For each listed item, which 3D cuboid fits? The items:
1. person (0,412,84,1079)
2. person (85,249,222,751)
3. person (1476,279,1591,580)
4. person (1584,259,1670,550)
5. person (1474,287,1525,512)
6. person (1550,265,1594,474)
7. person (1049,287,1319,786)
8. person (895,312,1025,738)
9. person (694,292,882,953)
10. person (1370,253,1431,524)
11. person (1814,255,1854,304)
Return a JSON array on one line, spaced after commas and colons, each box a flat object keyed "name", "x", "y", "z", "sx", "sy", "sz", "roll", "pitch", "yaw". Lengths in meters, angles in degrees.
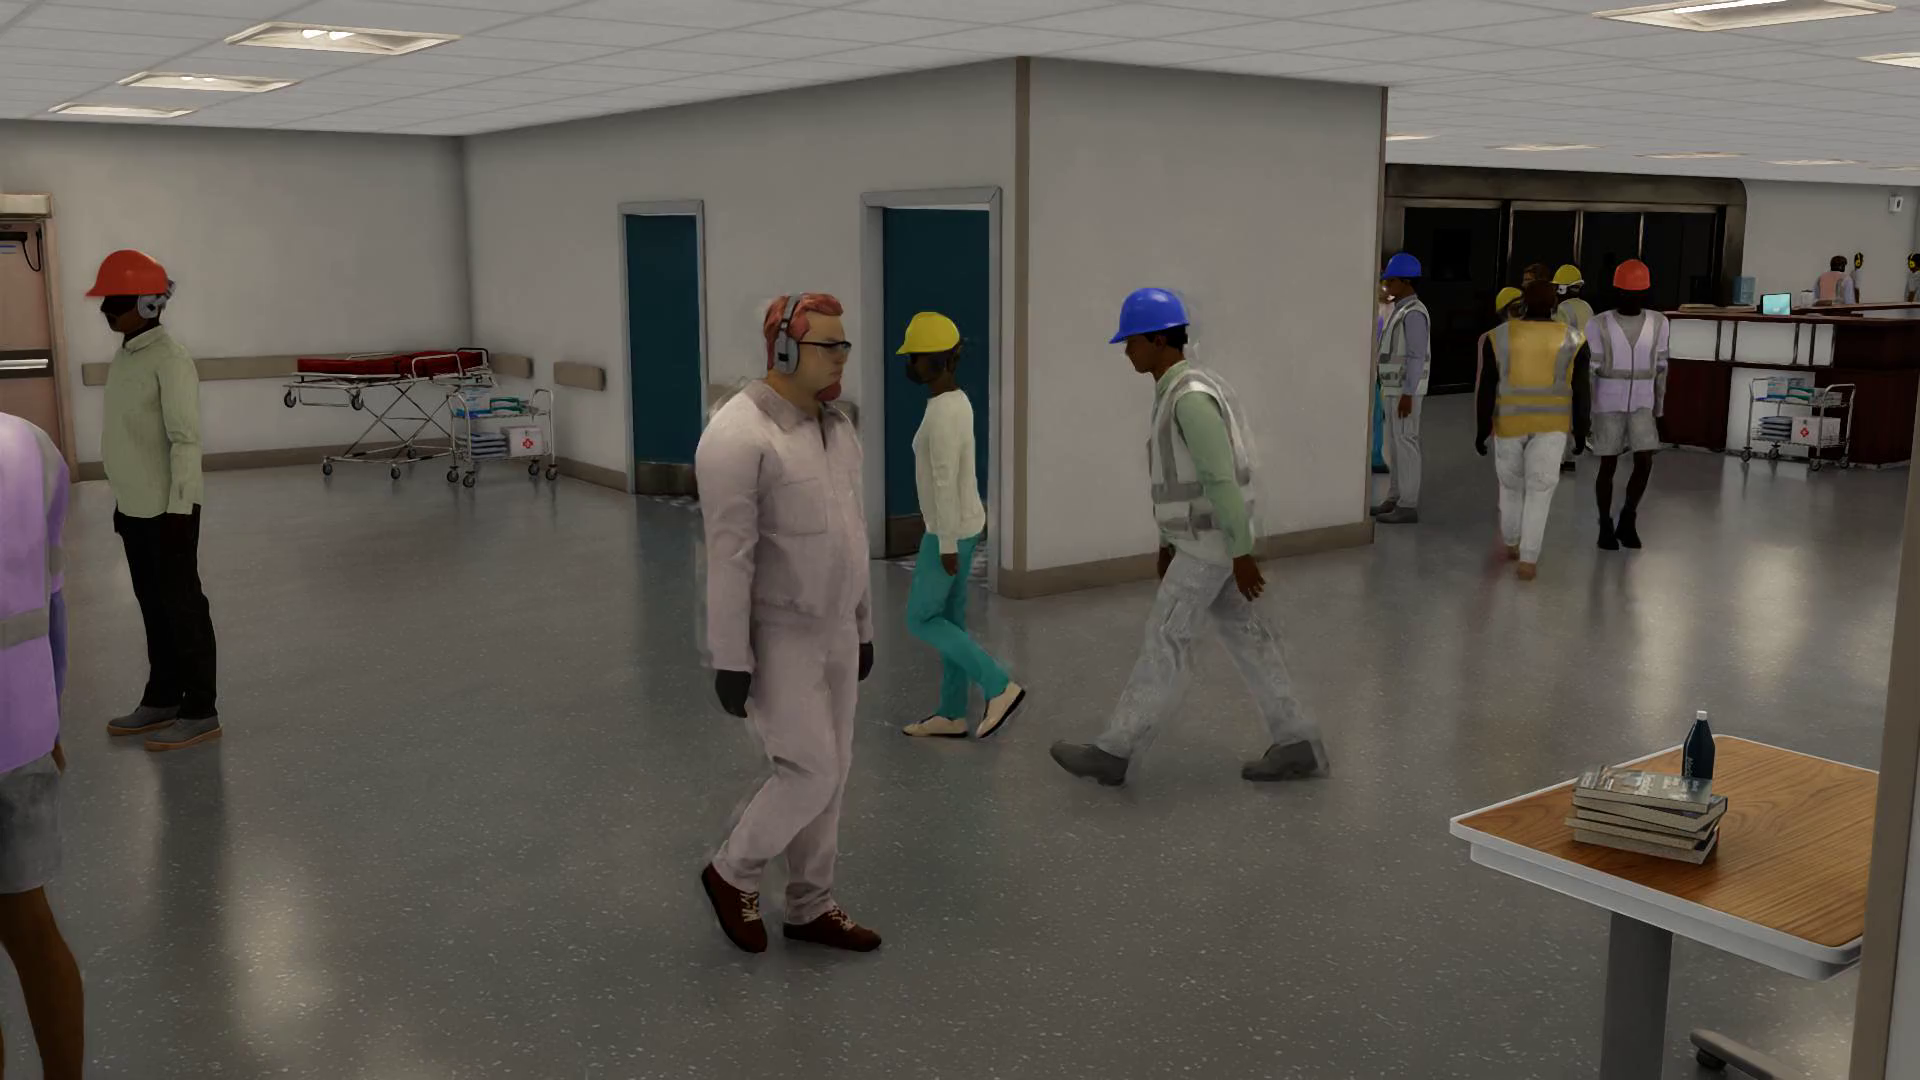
[{"name": "person", "x": -2.068, "y": 0.416, "z": 3.406, "sx": 0.410, "sy": 2.030, "sz": 0.611, "roll": 1, "pitch": 10, "yaw": 6}, {"name": "person", "x": -3.250, "y": -0.159, "z": 6.700, "sx": 0.611, "sy": 1.996, "sz": 0.375, "roll": 9, "pitch": 13, "yaw": 40}, {"name": "person", "x": 3.543, "y": -0.700, "z": 10.281, "sx": 0.654, "sy": 1.794, "sz": 0.959, "roll": 4, "pitch": 11, "yaw": 22}, {"name": "person", "x": 4.350, "y": -0.868, "z": 10.882, "sx": 0.564, "sy": 1.916, "sz": 0.519, "roll": 1, "pitch": 10, "yaw": 6}, {"name": "person", "x": 4.034, "y": -0.981, "z": 12.123, "sx": 0.544, "sy": 1.707, "sz": 0.886, "roll": 3, "pitch": 10, "yaw": 15}, {"name": "person", "x": 5.295, "y": -1.493, "z": 14.632, "sx": 0.403, "sy": 1.833, "sz": 0.586, "roll": 10, "pitch": 14, "yaw": 43}, {"name": "person", "x": 0.884, "y": 0.007, "z": 6.157, "sx": 1.038, "sy": 1.861, "sz": 0.641, "roll": 1, "pitch": 10, "yaw": 4}, {"name": "person", "x": -0.028, "y": -0.040, "z": 6.693, "sx": 0.461, "sy": 1.748, "sz": 0.536, "roll": 1, "pitch": 10, "yaw": 7}, {"name": "person", "x": -0.435, "y": 0.262, "z": 4.640, "sx": 0.430, "sy": 1.887, "sz": 0.666, "roll": 5, "pitch": 11, "yaw": 27}, {"name": "person", "x": 3.204, "y": -1.095, "z": 12.076, "sx": 0.388, "sy": 1.947, "sz": 0.611, "roll": 0, "pitch": 10, "yaw": 2}, {"name": "person", "x": 13.148, "y": -3.349, "z": 25.010, "sx": 0.429, "sy": 1.844, "sz": 0.627, "roll": -5, "pitch": 11, "yaw": -26}]
